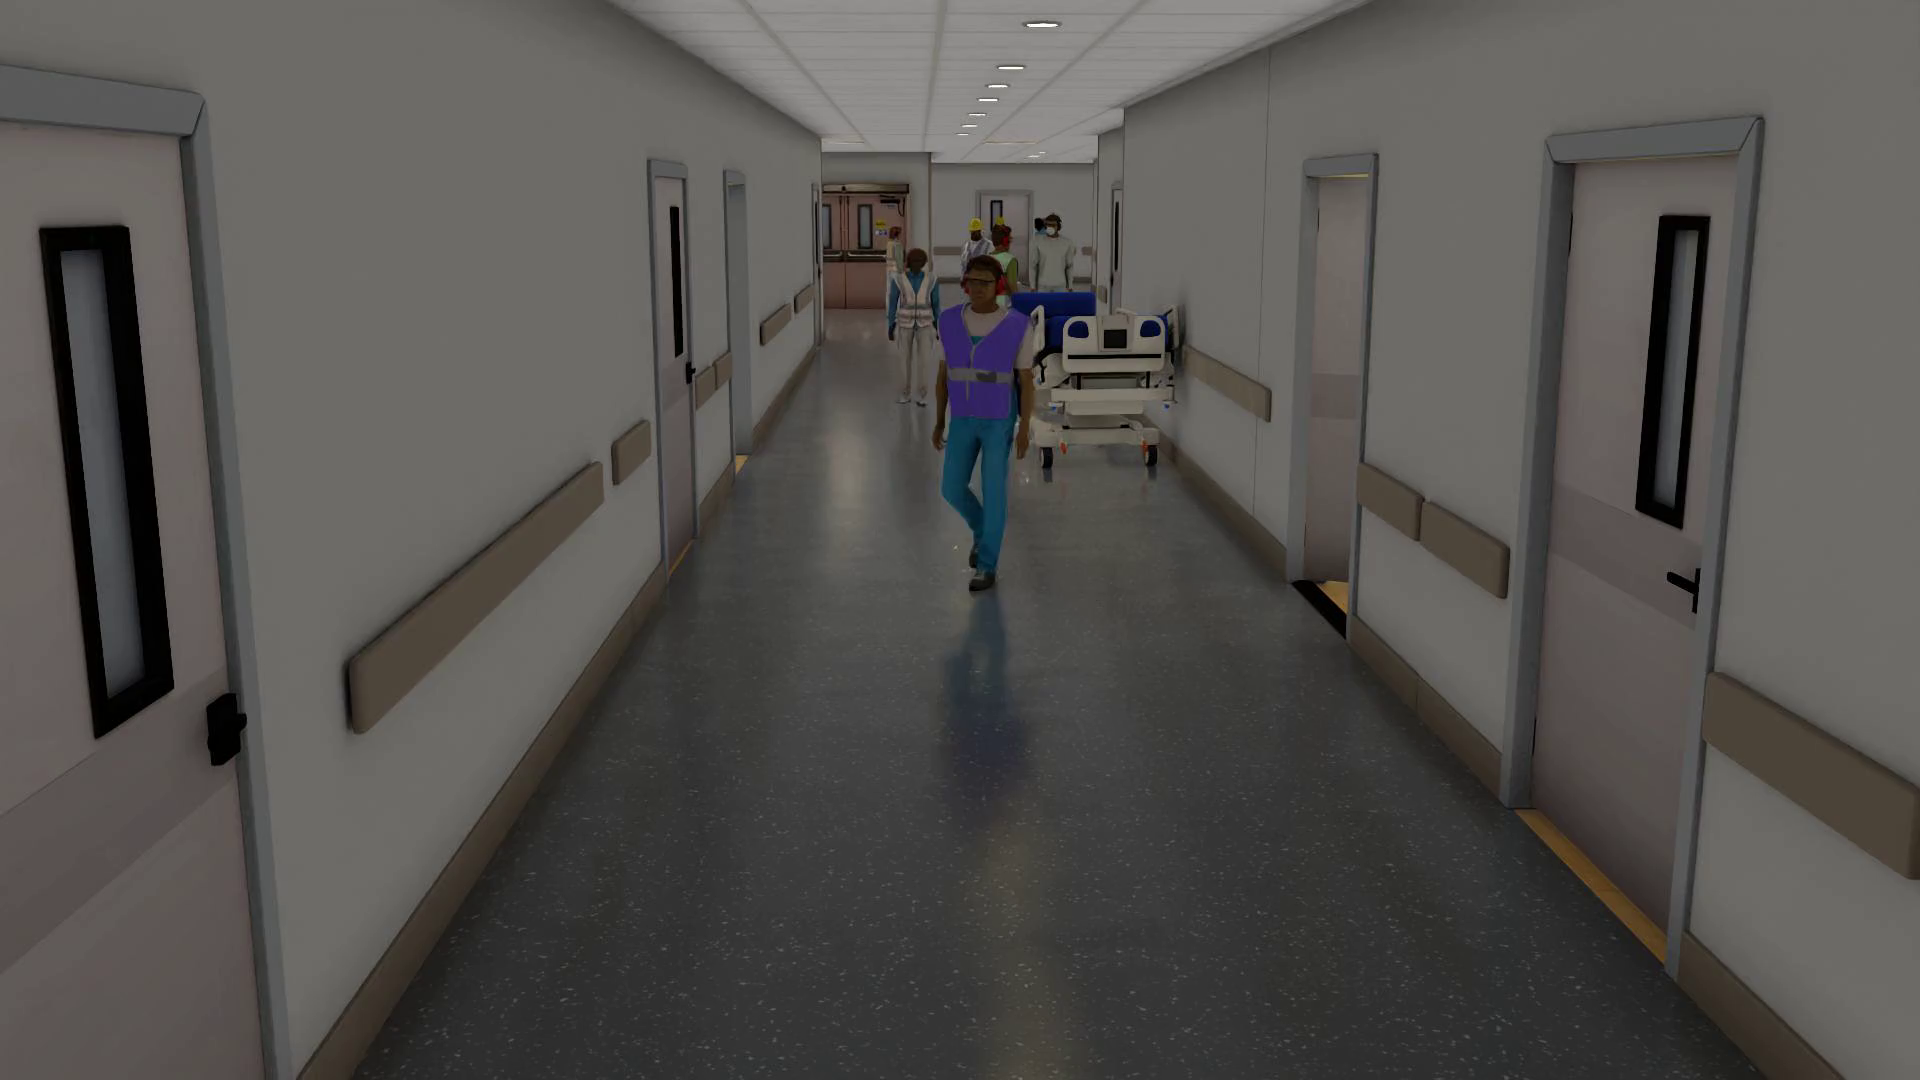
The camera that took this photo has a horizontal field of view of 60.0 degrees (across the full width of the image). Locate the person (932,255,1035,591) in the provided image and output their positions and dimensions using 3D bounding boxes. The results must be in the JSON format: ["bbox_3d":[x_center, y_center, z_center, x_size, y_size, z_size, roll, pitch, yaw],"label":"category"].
[{"bbox_3d":[0.132,-0.651,9.174,0.597,1.832,0.468,5,13,23],"label":"person"}]

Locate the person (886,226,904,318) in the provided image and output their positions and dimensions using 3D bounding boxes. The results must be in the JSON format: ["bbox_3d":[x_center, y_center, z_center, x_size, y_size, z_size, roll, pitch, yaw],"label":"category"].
[{"bbox_3d":[-1.178,-4.821,29.964,0.315,1.640,0.514,-6,13,-28],"label":"person"}]

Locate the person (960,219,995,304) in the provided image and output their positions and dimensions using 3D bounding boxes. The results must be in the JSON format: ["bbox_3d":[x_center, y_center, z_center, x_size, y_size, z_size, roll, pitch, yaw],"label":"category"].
[{"bbox_3d":[0.256,-4.129,26.161,0.590,1.824,0.403,7,13,30],"label":"person"}]

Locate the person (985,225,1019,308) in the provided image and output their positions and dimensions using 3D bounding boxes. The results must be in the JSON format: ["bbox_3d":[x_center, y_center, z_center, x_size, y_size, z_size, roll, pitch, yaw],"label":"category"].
[{"bbox_3d":[0.424,-2.433,17.824,0.390,1.849,0.565,-10,15,-40],"label":"person"}]

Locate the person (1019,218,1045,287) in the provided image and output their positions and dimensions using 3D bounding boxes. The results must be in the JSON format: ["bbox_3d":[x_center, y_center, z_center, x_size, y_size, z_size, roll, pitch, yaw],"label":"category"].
[{"bbox_3d":[1.845,-6.952,40.293,0.868,1.646,0.552,-2,12,-8],"label":"person"}]

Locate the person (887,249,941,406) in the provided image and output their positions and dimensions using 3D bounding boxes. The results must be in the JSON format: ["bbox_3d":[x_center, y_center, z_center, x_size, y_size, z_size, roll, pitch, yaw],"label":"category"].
[{"bbox_3d":[-0.471,-2.195,17.237,0.571,1.604,0.712,-1,12,-4],"label":"person"}]

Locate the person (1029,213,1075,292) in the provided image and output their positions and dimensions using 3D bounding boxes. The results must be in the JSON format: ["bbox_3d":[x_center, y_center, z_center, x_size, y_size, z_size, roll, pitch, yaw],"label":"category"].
[{"bbox_3d":[1.231,-3.405,22.344,0.629,1.937,0.378,-2,12,-10],"label":"person"}]

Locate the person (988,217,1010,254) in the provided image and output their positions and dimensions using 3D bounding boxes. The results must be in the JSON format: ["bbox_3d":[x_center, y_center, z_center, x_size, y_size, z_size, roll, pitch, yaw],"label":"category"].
[{"bbox_3d":[0.864,-6.242,36.659,0.484,1.736,0.306,-1,12,-3],"label":"person"}]
